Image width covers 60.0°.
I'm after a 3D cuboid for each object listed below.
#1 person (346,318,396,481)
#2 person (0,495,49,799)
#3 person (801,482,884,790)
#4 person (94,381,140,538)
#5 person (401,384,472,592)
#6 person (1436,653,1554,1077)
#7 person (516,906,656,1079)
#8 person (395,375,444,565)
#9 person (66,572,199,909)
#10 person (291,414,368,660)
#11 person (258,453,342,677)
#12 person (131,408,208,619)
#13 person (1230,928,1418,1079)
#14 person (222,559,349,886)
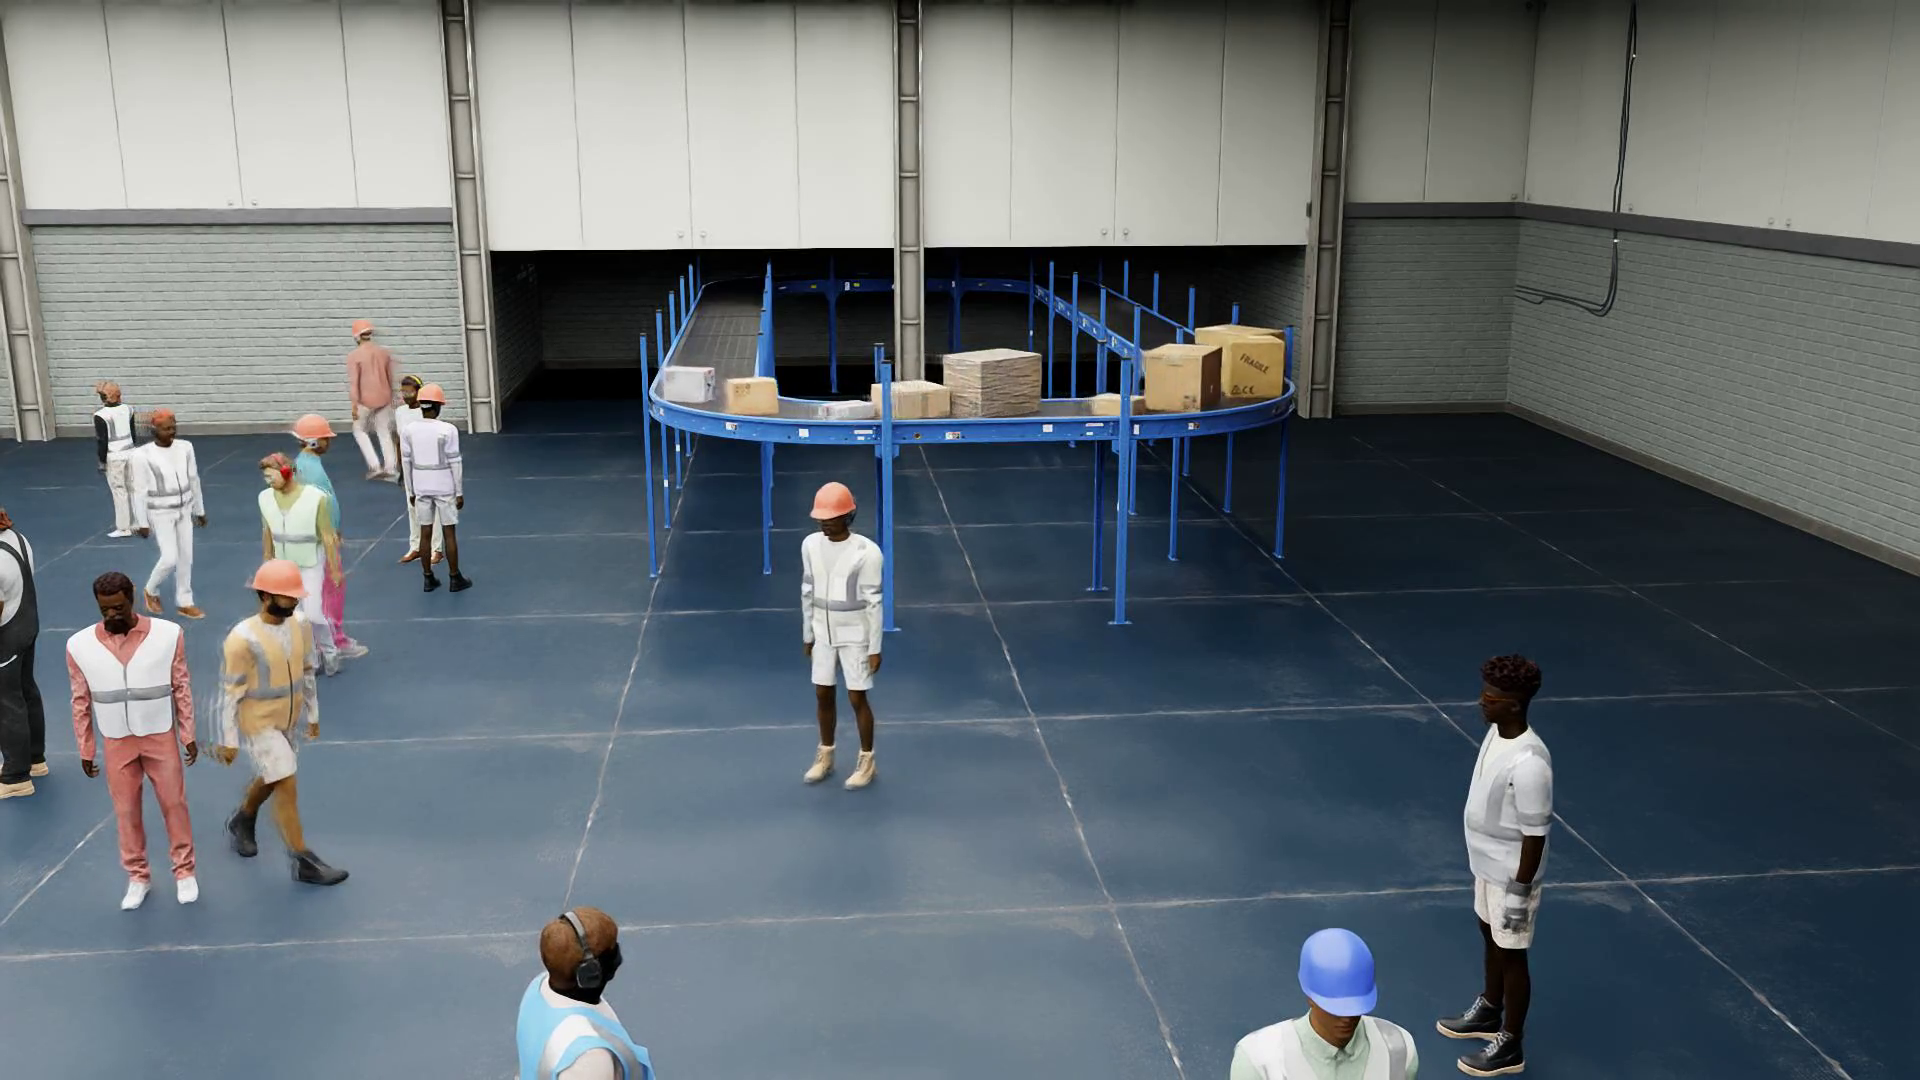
[{"bbox_3d":[-7.073,-1.666,19.968,0.524,1.965,0.697,9,16,31],"label":"person"},{"bbox_3d":[-6.191,0.632,10.628,0.537,2.000,0.682,-3,14,-11],"label":"person"},{"bbox_3d":[-0.779,0.619,10.704,0.606,2.033,0.409,8,16,29],"label":"person"},{"bbox_3d":[-8.771,-0.843,17.336,0.312,1.642,0.512,4,15,15],"label":"person"},{"bbox_3d":[-4.814,-0.473,15.278,0.547,1.926,0.390,2,14,7],"label":"person"},{"bbox_3d":[2.444,1.453,7.492,0.373,1.966,0.607,1,14,3],"label":"person"},{"bbox_3d":[-1.175,2.045,5.371,0.429,1.846,0.629,-7,16,-27],"label":"person"},{"bbox_3d":[-5.298,-0.684,16.236,0.512,1.873,0.328,4,15,17],"label":"person"},{"bbox_3d":[-4.508,1.081,9.109,0.600,1.907,0.410,-5,15,-20],"label":"person"},{"bbox_3d":[-5.127,-0.031,13.389,0.439,1.988,0.636,-8,16,-31],"label":"person"},{"bbox_3d":[-5.055,0.210,12.777,0.606,1.814,0.443,3,14,12],"label":"person"},{"bbox_3d":[-6.840,-0.219,14.385,0.455,1.874,0.591,6,15,24],"label":"person"},{"bbox_3d":[1.092,2.070,5.062,0.608,1.948,0.389,-3,14,-13],"label":"person"},{"bbox_3d":[-3.969,1.007,9.466,0.971,1.888,0.594,6,15,23],"label":"person"}]
